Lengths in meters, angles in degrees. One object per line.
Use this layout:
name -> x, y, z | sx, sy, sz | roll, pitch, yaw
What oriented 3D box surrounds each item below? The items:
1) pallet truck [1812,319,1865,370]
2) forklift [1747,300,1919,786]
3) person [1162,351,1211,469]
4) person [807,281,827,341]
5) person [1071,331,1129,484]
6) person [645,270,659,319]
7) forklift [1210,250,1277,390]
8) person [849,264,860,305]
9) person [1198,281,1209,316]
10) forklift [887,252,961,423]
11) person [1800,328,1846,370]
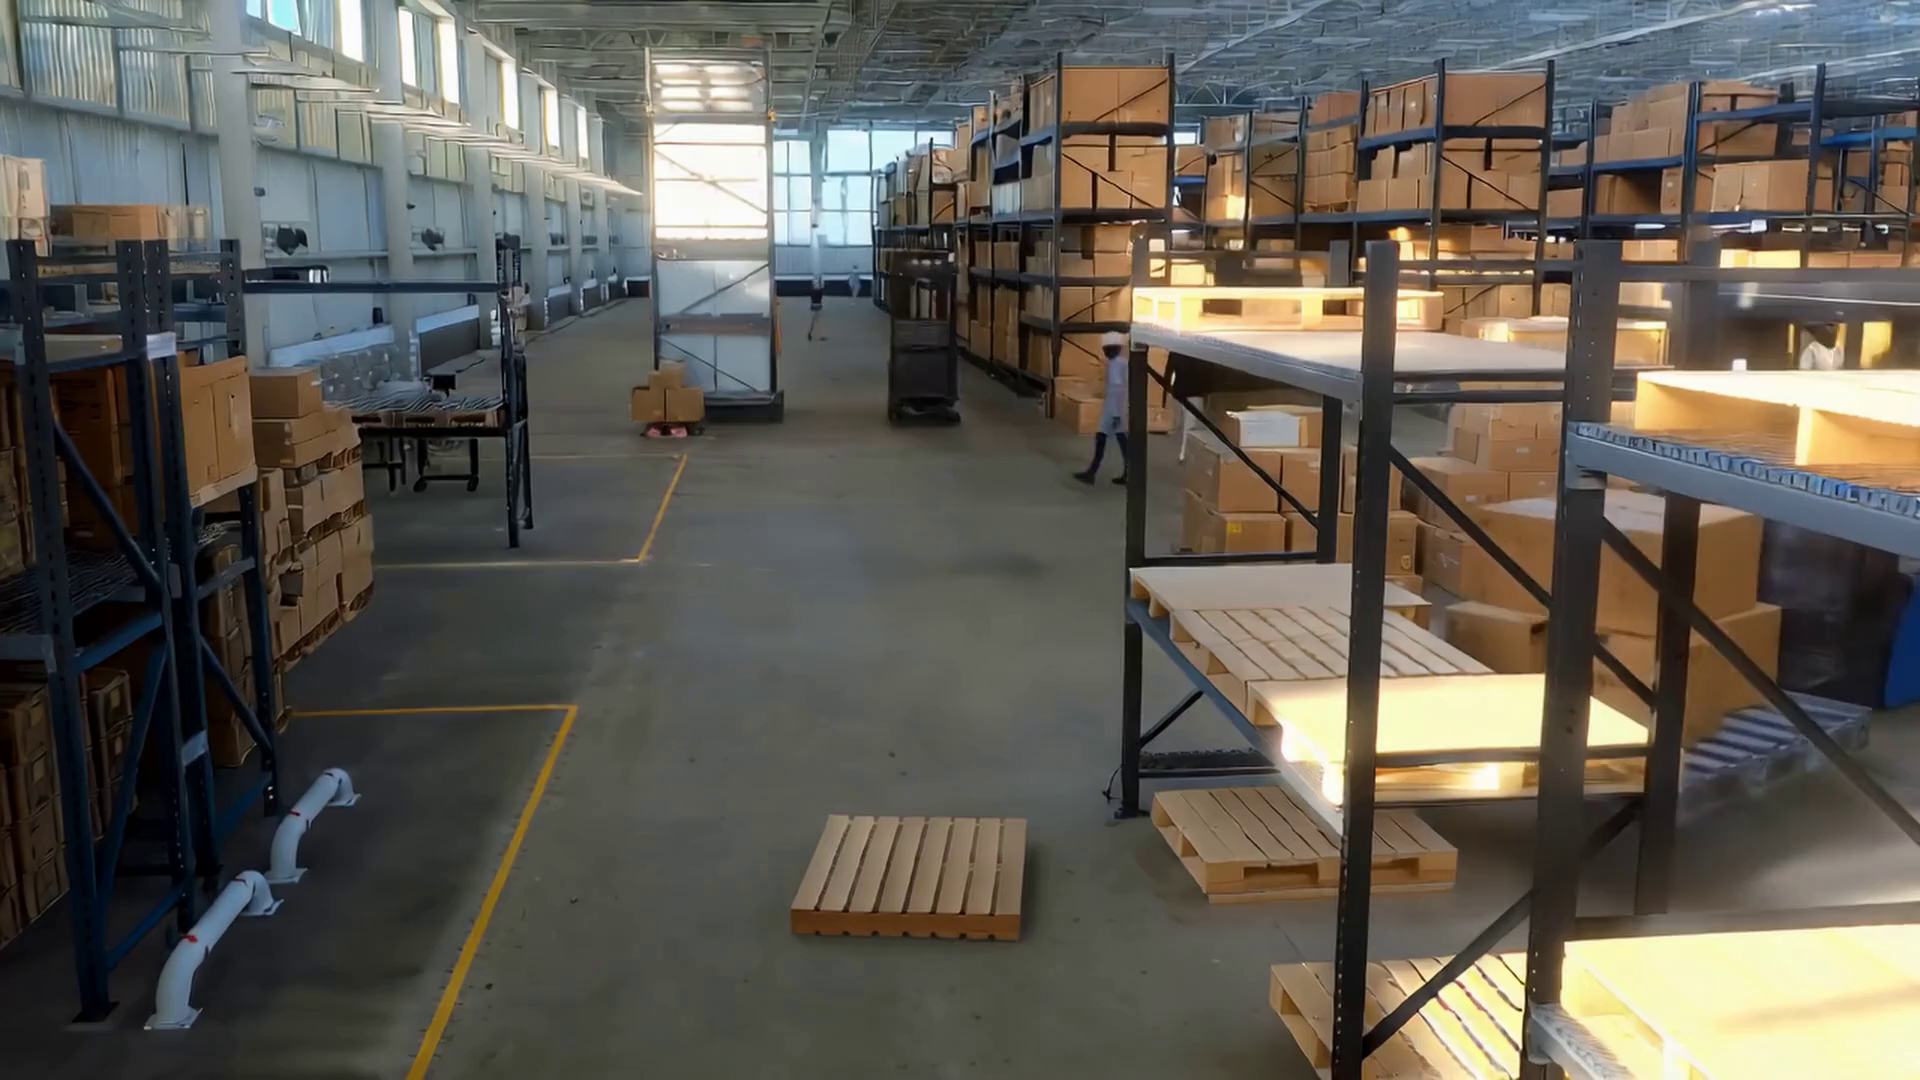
pallet truck -> 15.846, -3.142, 28.793 | 1.885, 1.965, 0.823 | 2, 10, 12
forklift -> 5.131, -0.177, 9.915 | 1.873, 2.768, 1.129 | -8, 13, -38
person -> 3.065, -1.967, 22.494 | 0.644, 1.929, 1.083 | 4, 11, 19
person -> -4.313, -6.874, 49.996 | 0.566, 1.816, 0.846 | 4, 11, 23
person -> 1.788, -1.635, 20.679 | 0.888, 1.904, 0.574 | 3, 11, 14
person -> -11.940, -9.523, 64.451 | 0.401, 1.894, 0.653 | 9, 13, 40
forklift -> 5.350, -4.428, 33.470 | 1.873, 2.768, 1.129 | -1, 10, -6
person -> -4.908, -12.007, 78.182 | 0.692, 1.897, 0.683 | -9, 14, -42
person -> 7.321, -6.881, 49.988 | 0.553, 1.827, 0.631 | -1, 10, -6
forklift -> -0.649, -3.449, 28.043 | 1.129, 2.768, 1.873 | -1, 10, -6
person -> 11.975, -2.046, 23.195 | 0.632, 1.830, 0.608 | -1, 10, -4
